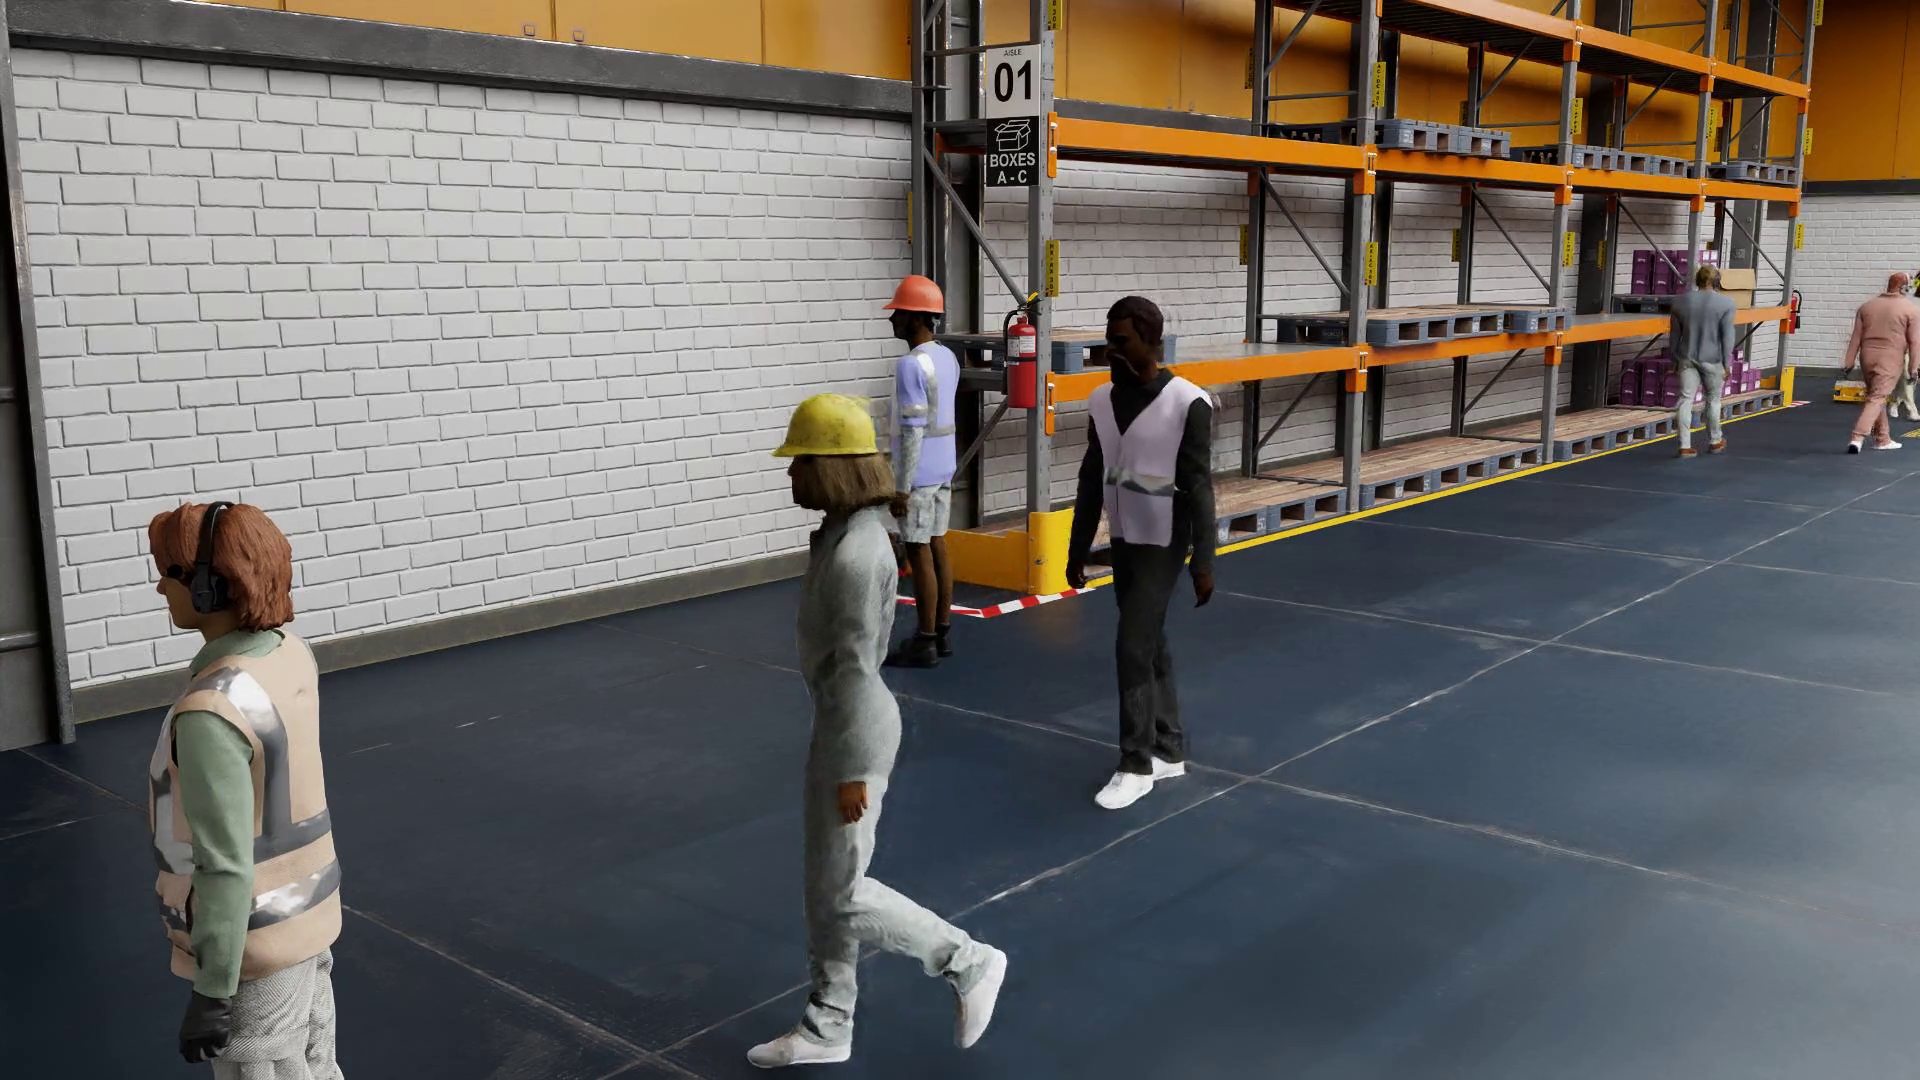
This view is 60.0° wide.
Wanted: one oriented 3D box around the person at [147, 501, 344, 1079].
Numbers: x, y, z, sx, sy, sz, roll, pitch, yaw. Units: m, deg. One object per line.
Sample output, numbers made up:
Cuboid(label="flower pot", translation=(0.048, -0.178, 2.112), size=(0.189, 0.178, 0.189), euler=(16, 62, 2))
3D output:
Cuboid(label="person", translation=(-1.276, 0.738, 3.021), size=(0.307, 1.641, 0.514), euler=(-2, 10, -9))

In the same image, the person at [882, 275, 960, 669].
Cuboid(label="person", translation=(-0.202, -0.332, 8.254), size=(0.346, 1.942, 0.546), euler=(3, 11, 19))

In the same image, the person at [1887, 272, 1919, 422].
Cuboid(label="person", translation=(11.534, -2.345, 20.116), size=(0.540, 1.815, 1.011), euler=(1, 10, 6))

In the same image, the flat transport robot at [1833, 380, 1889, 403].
Cuboid(label="flat transport robot", translation=(12.288, -2.027, 22.655), size=(0.652, 0.197, 1.431), euler=(5, 11, 28))

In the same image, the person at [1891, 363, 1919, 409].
Cuboid(label="person", translation=(12.388, -2.622, 21.242), size=(0.628, 1.954, 0.955), euler=(-1, 10, -3))

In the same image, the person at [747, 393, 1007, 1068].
Cuboid(label="person", translation=(-0.226, 0.496, 4.130), size=(0.574, 1.727, 0.499), euler=(-2, 10, -10))

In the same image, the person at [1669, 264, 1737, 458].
Cuboid(label="person", translation=(7.440, -1.784, 16.620), size=(0.661, 1.901, 0.928), euler=(9, 13, 41))

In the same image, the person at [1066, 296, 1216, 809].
Cuboid(label="person", translation=(0.633, 0.042, 6.259), size=(0.729, 1.890, 0.620), euler=(-7, 12, -35))

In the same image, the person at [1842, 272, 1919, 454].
Cuboid(label="person", translation=(9.336, -1.788, 16.860), size=(0.976, 1.847, 0.693), euler=(-5, 11, -26))
